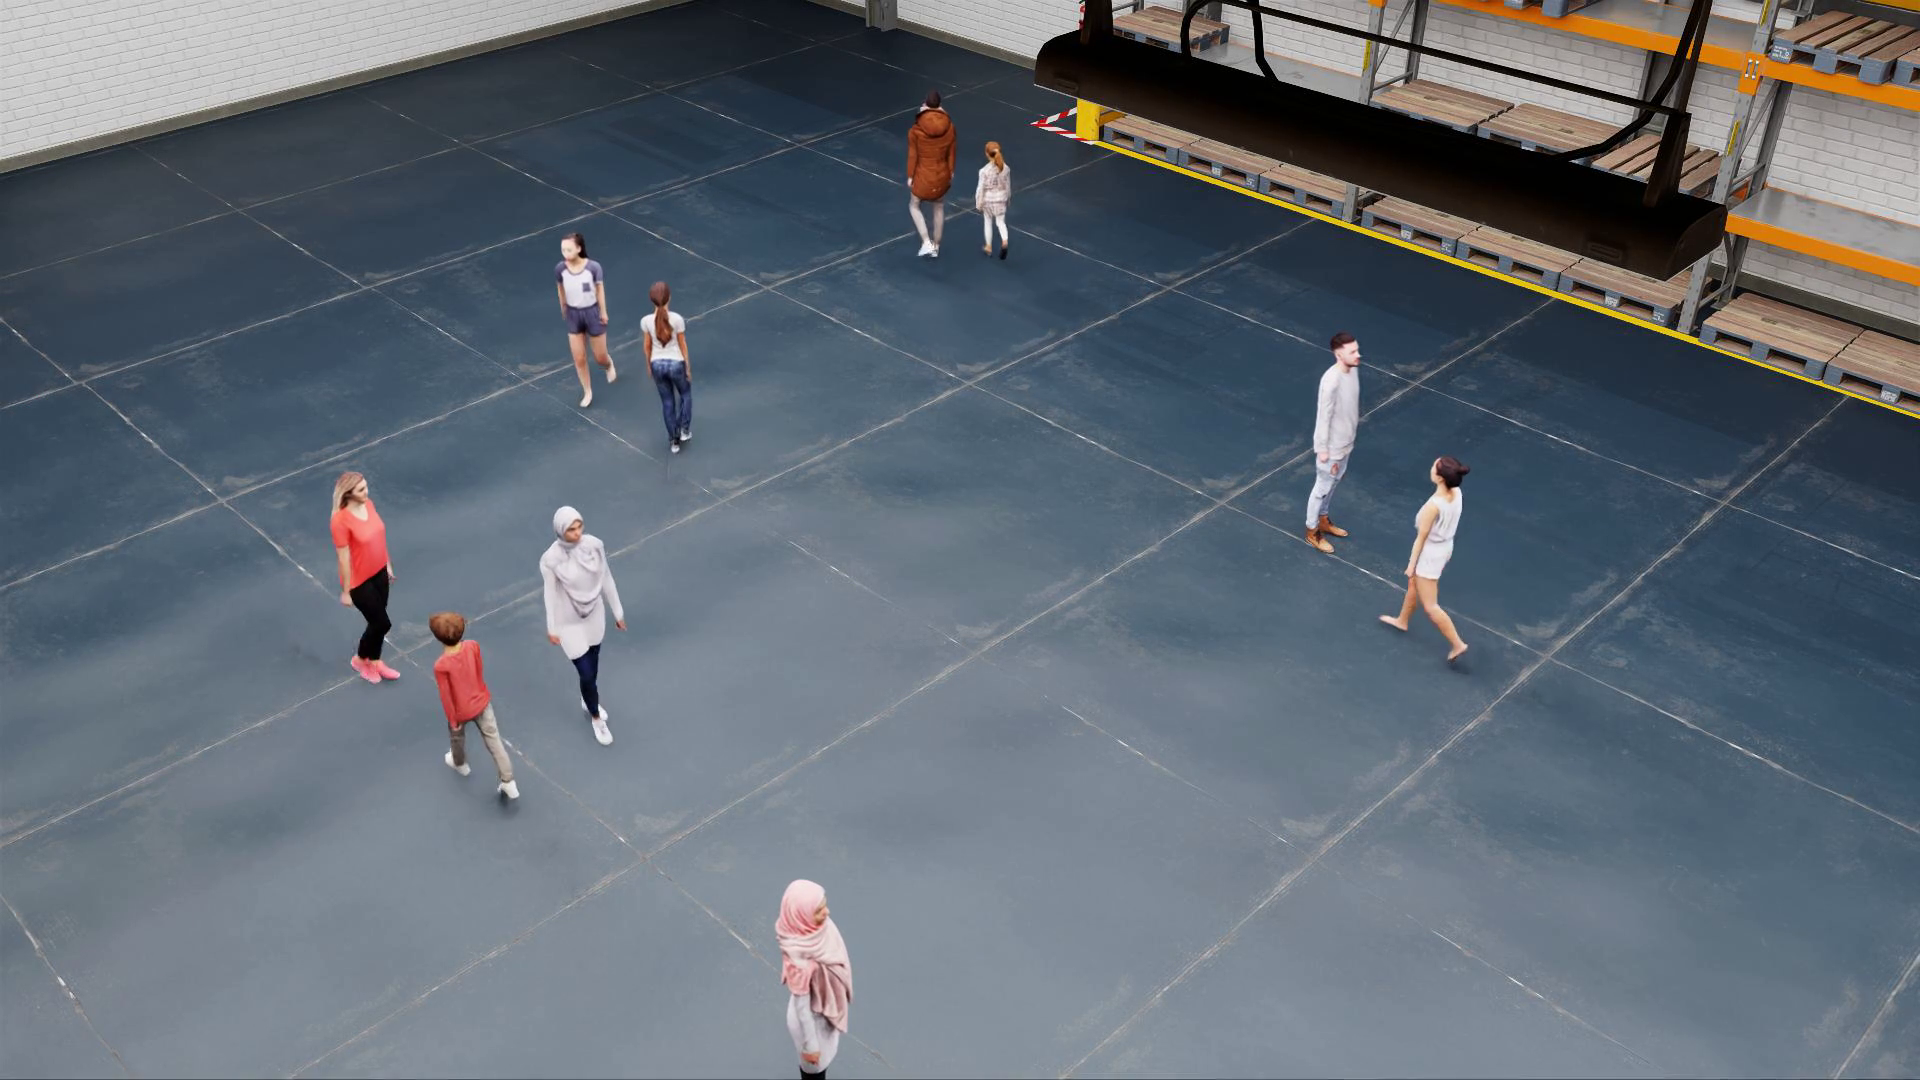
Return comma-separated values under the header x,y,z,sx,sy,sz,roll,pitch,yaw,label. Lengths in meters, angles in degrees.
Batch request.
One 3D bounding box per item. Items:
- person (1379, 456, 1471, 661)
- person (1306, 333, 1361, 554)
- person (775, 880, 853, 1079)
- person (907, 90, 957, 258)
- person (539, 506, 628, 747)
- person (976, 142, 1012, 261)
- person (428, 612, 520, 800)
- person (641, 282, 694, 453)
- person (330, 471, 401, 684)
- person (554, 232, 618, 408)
x,y,z,sx,sy,sz,roll,pitch,yaw,label
3.448,0.140,11.918,0.975,1.581,0.558,29,43,36,person
2.945,-0.798,13.096,0.637,1.840,0.726,21,39,28,person
-0.733,2.385,8.342,0.772,1.803,0.725,3,34,4,person
-0.289,-3.837,17.679,0.860,1.827,0.900,-12,35,-17,person
-2.598,0.501,11.215,0.666,1.759,0.795,-25,41,-33,person
0.398,-3.608,17.814,0.734,1.297,0.855,-12,35,-17,person
-3.108,1.086,10.672,0.509,1.386,0.943,-29,43,-36,person
-2.521,-1.464,14.356,0.674,1.554,0.733,0,34,0,person
-4.246,0.262,11.650,0.793,1.675,0.757,10,35,15,person
-3.392,-2.032,15.141,0.852,1.632,0.898,3,34,5,person
